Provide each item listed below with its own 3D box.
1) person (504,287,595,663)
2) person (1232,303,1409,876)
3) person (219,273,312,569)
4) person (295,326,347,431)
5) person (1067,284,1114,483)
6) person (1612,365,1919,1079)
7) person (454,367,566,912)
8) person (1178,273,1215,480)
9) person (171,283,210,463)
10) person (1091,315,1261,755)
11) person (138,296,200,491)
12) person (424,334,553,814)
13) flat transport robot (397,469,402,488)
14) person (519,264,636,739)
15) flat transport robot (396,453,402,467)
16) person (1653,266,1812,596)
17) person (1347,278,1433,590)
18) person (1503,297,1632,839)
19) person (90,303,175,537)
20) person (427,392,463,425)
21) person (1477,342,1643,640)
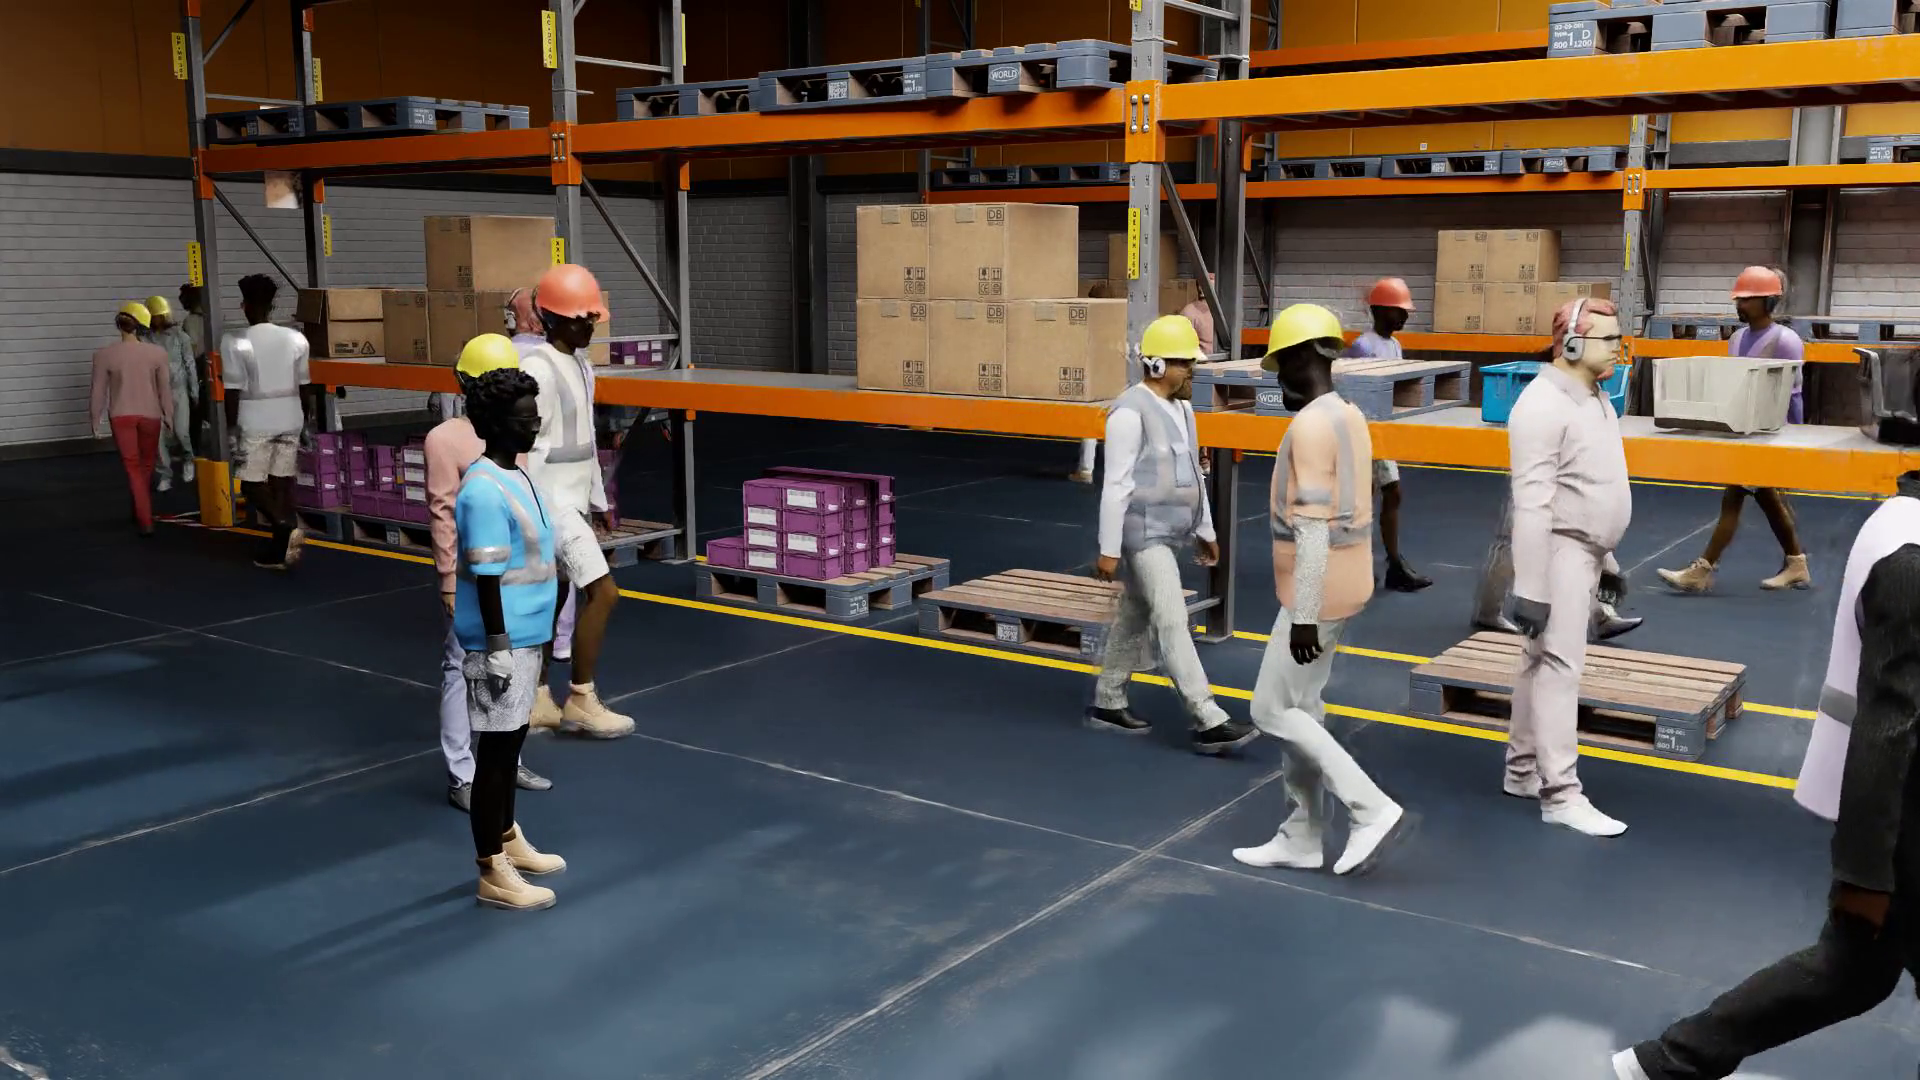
[{"bbox_3d":[-2.153,-0.315,8.362,0.681,1.887,0.479,-9,13,-41],"label":"person"},{"bbox_3d":[1.176,0.179,5.428,0.502,1.884,0.650,4,10,21],"label":"person"},{"bbox_3d":[-4.427,-0.738,10.718,0.679,1.946,0.611,8,12,38],"label":"person"},{"bbox_3d":[-6.003,-1.434,15.445,0.868,1.774,0.652,-2,10,-13],"label":"person"},{"bbox_3d":[1.353,-1.399,15.056,0.737,1.823,0.635,9,13,43],"label":"person"},{"bbox_3d":[1.836,0.532,3.346,0.896,1.891,0.601,6,11,33],"label":"person"},{"bbox_3d":[-1.422,0.303,5.250,0.316,1.697,0.542,-1,10,-5],"label":"person"},{"bbox_3d":[2.291,-1.516,15.462,0.406,1.910,0.639,9,13,43],"label":"person"},{"bbox_3d":[-7.483,-1.649,16.539,0.842,1.821,0.515,0,10,-2],"label":"person"},{"bbox_3d":[0.911,-0.019,6.873,0.898,1.788,0.614,6,11,30],"label":"person"},{"bbox_3d":[-6.983,-1.289,14.659,0.521,1.719,0.476,-1,10,-9],"label":"person"},{"bbox_3d":[-1.735,0.121,6.162,0.327,1.760,0.524,4,11,25],"label":"person"},{"bbox_3d":[-4.557,-0.490,14.216,1.431,0.197,0.652,-3,10,-19],"label":"flat transport robot"},{"bbox_3d":[-1.603,-0.142,6.987,0.674,2.000,0.635,0,10,-3],"label":"person"},{"bbox_3d":[-5.145,-0.638,15.099,0.652,0.197,1.431,-3,10,-18],"label":"flat transport robot"},{"bbox_3d":[4.775,-0.650,10.075,1.065,1.984,0.634,-1,10,-3],"label":"person"},{"bbox_3d":[2.673,-0.641,10.248,0.808,1.906,0.574,6,11,34],"label":"person"},{"bbox_3d":[2.208,0.082,5.992,0.432,1.905,0.663,6,11,33],"label":"person"},{"bbox_3d":[-6.154,-0.896,12.358,0.554,1.689,0.906,-7,12,-37],"label":"person"},{"bbox_3d":[-4.414,-1.295,14.253,0.328,1.873,0.521,1,10,7],"label":"person"},{"bbox_3d":[3.183,-0.247,8.851,0.526,1.584,0.884,-8,12,-39],"label":"person"}]
